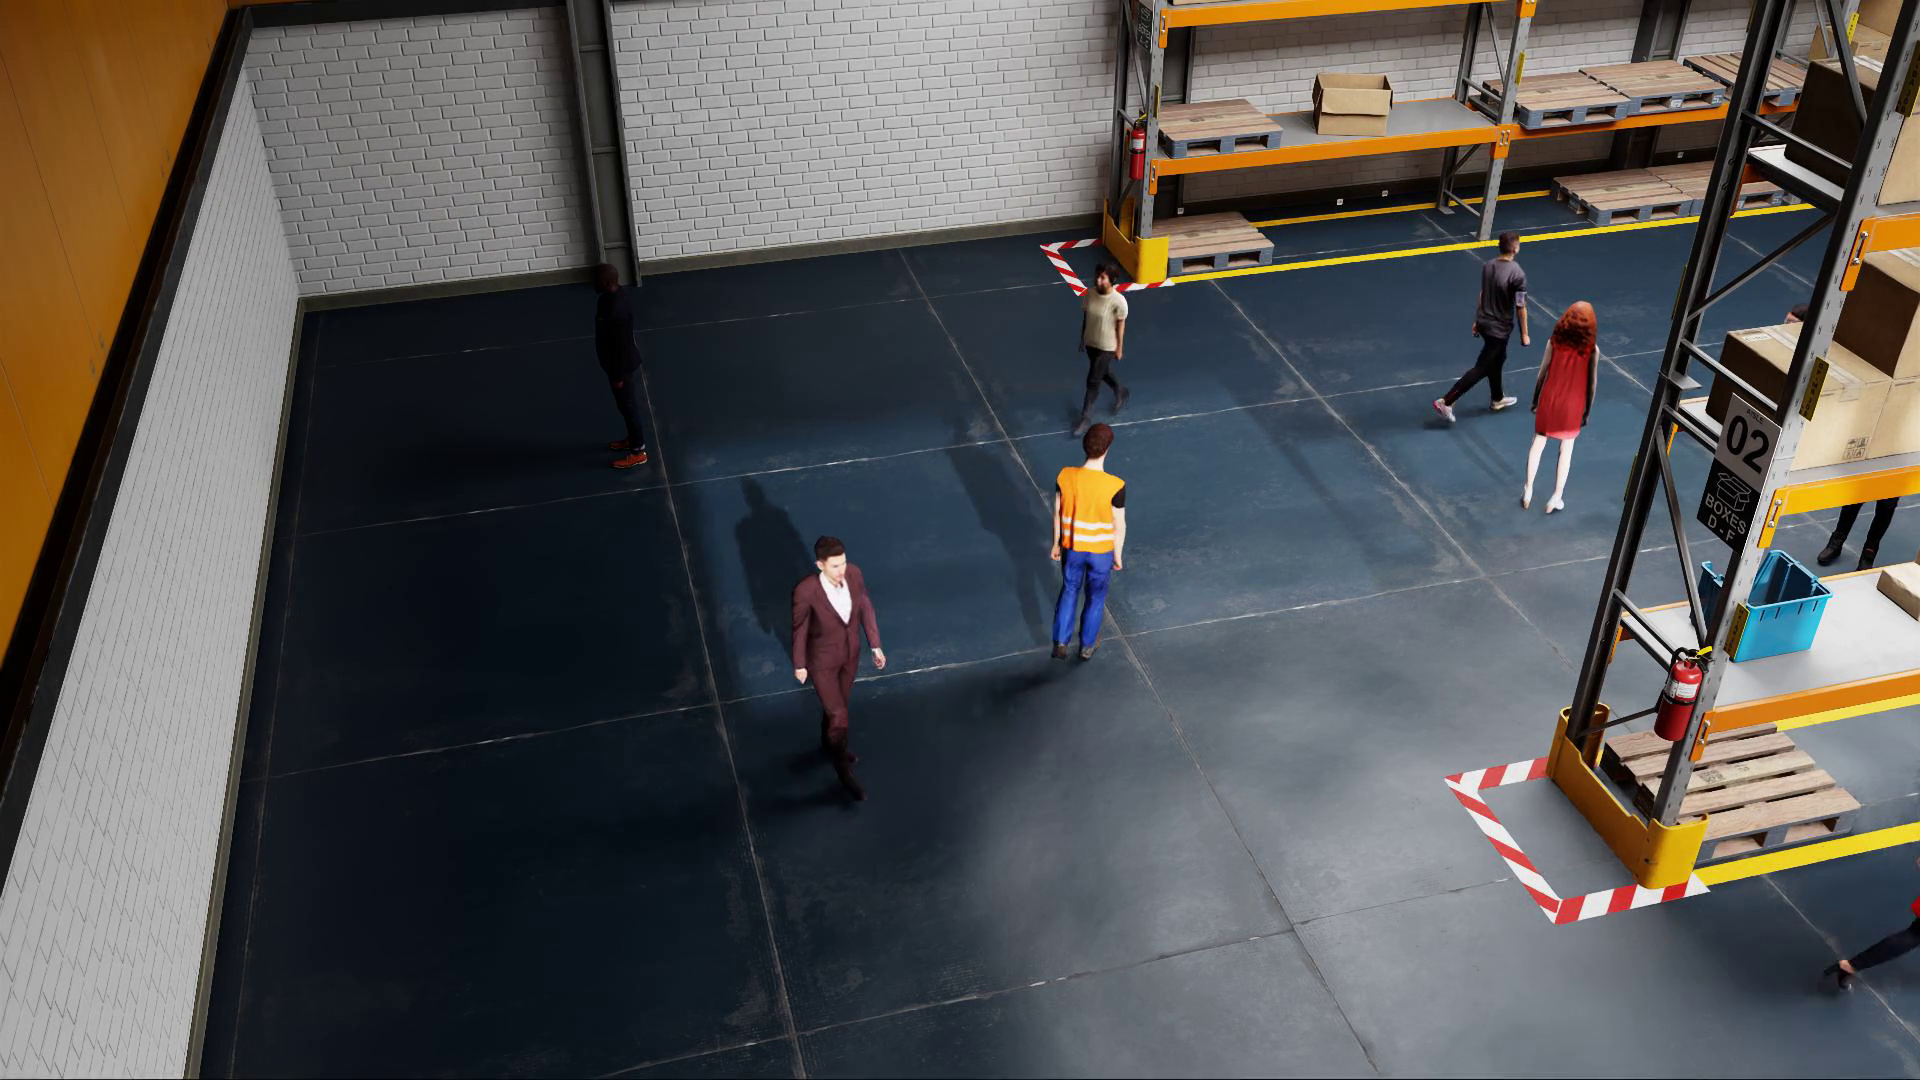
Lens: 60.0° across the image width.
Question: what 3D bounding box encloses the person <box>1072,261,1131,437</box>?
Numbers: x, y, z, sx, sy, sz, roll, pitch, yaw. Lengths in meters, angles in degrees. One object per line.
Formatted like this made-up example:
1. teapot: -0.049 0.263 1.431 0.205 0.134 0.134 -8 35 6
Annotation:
1. person: 1.277 -1.713 14.537 1.095 1.553 0.886 -27 42 -34

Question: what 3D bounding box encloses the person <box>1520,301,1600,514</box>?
1. person: 4.800 -1.054 13.301 0.672 1.825 0.731 18 38 25

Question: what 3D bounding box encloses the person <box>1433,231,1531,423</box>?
1. person: 4.598 -1.818 14.540 1.162 1.727 0.693 -10 35 -14

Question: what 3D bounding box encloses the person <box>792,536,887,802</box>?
1. person: -0.857 0.697 10.653 1.005 1.840 0.996 29 43 36

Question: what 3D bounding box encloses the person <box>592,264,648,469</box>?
1. person: -2.851 -1.486 13.956 0.574 1.819 0.679 -8 34 -12

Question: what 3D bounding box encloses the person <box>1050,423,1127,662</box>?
1. person: 0.861 0.097 11.523 0.941 1.876 0.977 12 36 18
